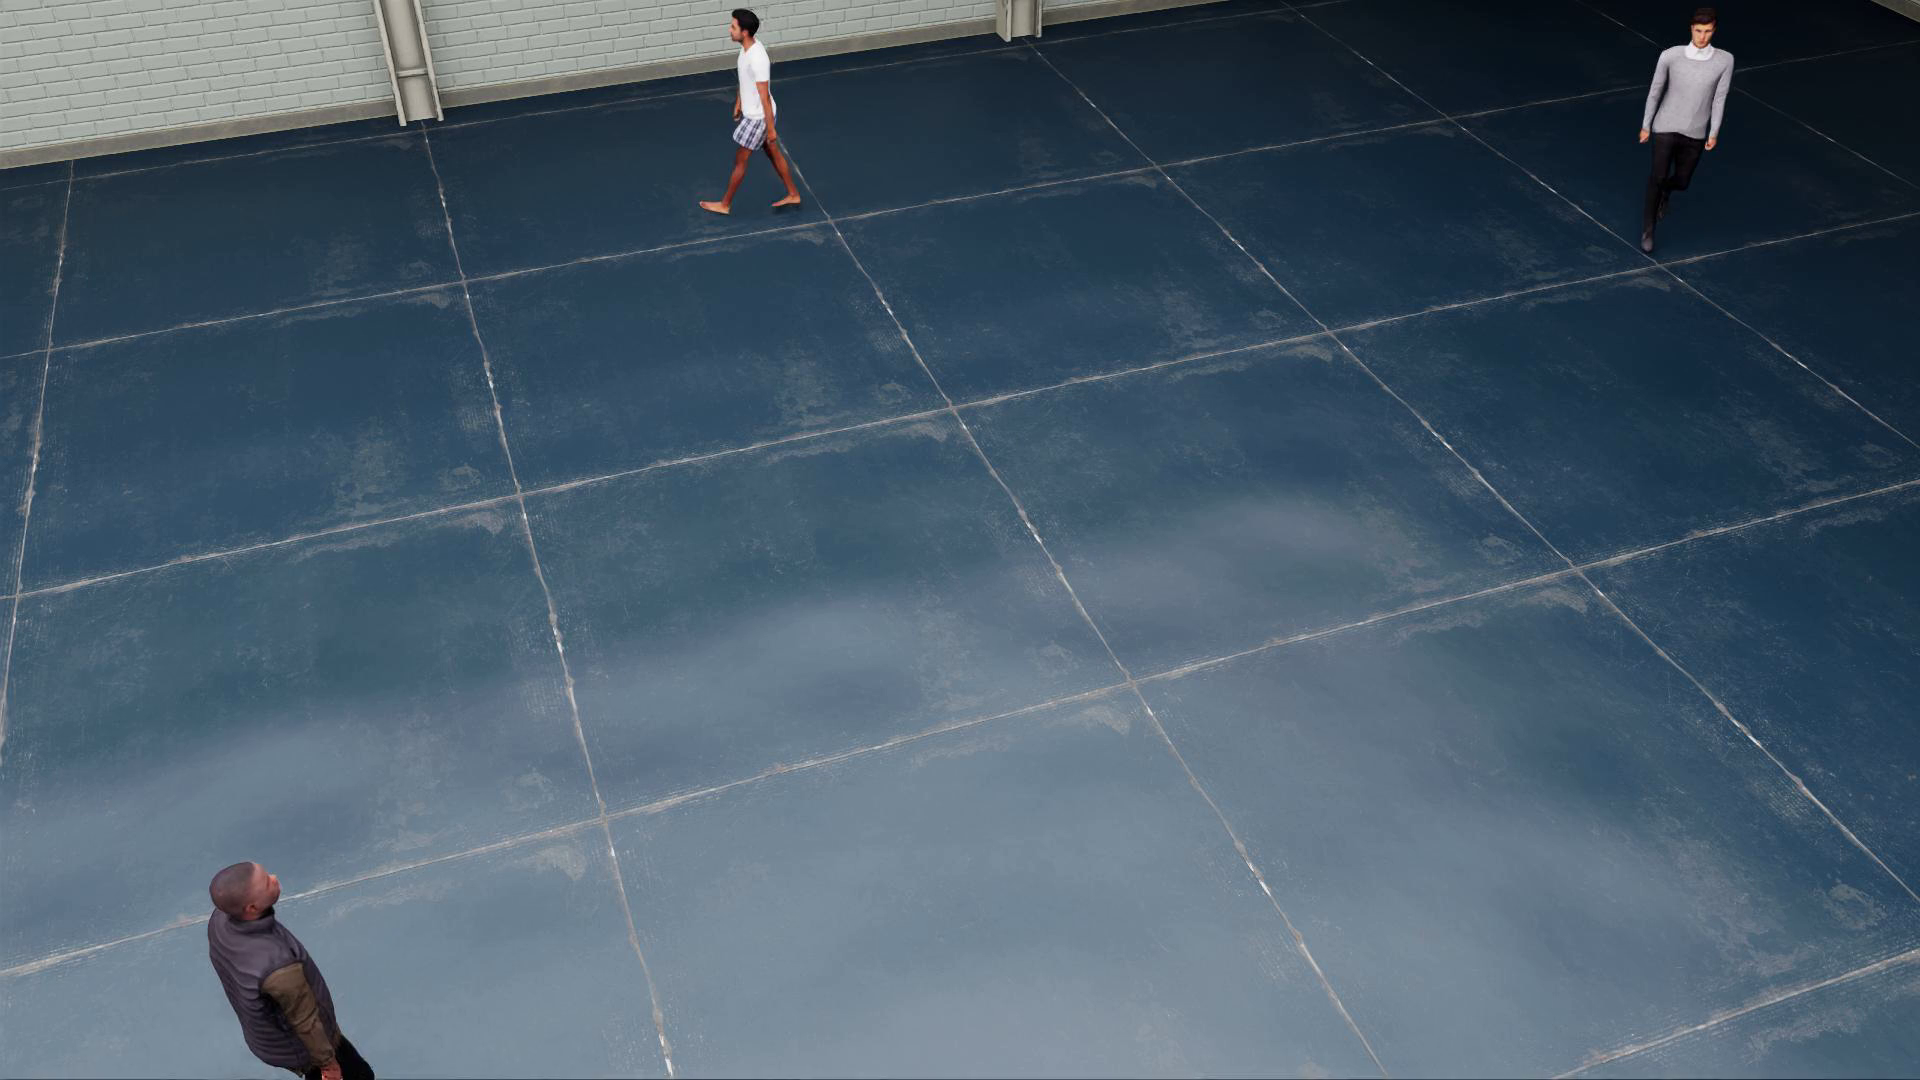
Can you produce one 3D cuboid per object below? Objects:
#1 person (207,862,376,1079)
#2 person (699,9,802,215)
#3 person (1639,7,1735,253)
[{"bbox_3d":[-2.655,1.954,6.483,0.917,1.826,1.006,30,47,33],"label":"person"},{"bbox_3d":[-1.554,-3.449,13.500,1.106,1.688,0.732,-9,39,-11],"label":"person"},{"bbox_3d":[5.677,-3.276,13.108,1.125,1.899,1.128,9,39,11],"label":"person"}]
